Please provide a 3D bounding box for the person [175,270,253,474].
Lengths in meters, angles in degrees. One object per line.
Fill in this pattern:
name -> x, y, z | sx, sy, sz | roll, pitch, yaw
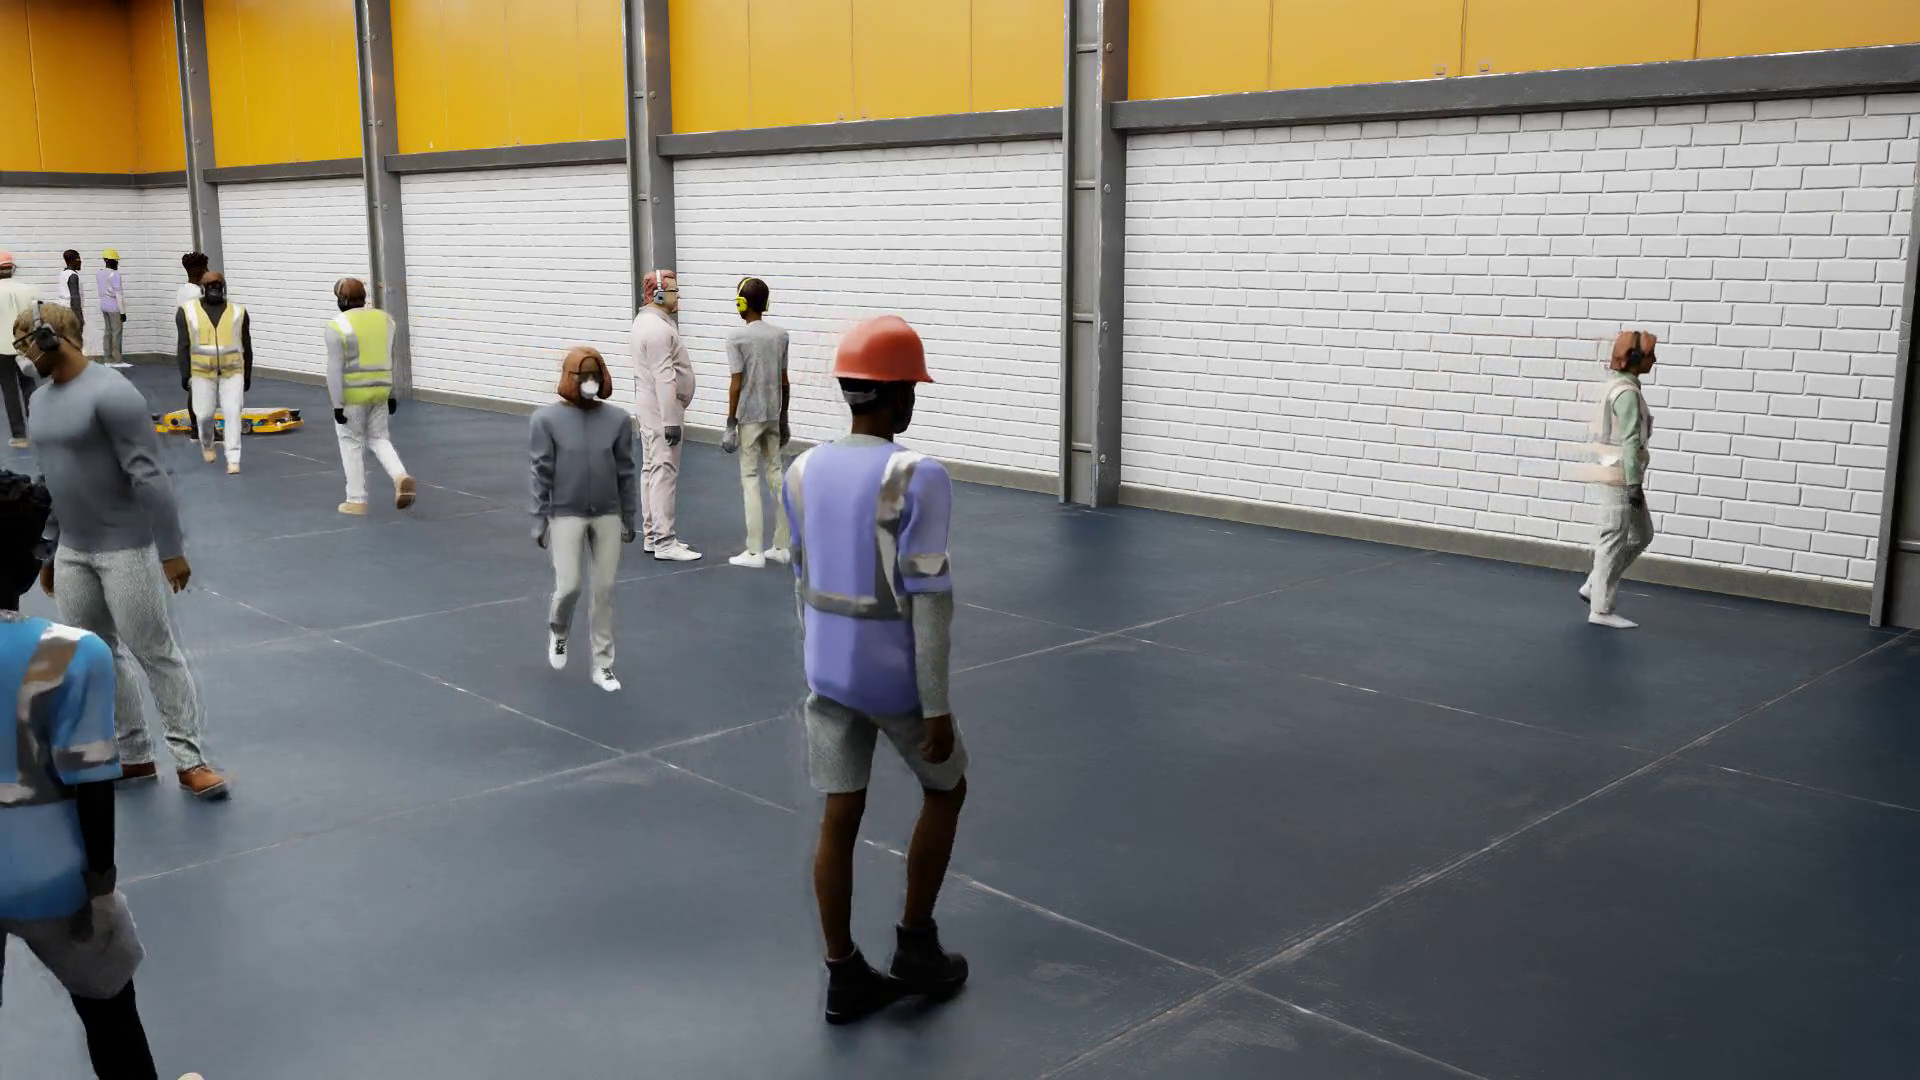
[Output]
person -> -6.716, -1.520, 15.029 | 0.636, 1.827, 0.704 | -5, 12, -27

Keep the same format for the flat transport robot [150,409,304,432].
flat transport robot -> -7.986, -1.308, 18.101 | 1.431, 0.197, 0.652 | 0, 11, -1

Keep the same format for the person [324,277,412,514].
person -> -4.511, -1.084, 12.644 | 0.609, 1.823, 0.637 | 7, 12, 33

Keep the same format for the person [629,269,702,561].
person -> -1.947, -0.821, 10.985 | 0.410, 1.909, 0.643 | -4, 11, -21

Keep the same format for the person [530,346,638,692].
person -> -1.770, -0.106, 7.841 | 0.515, 1.621, 0.435 | -6, 12, -31

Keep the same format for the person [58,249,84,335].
person -> -13.367, -3.409, 25.068 | 0.398, 1.920, 0.590 | -9, 13, -39

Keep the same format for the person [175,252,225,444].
person -> -7.785, -1.965, 17.062 | 0.606, 1.966, 0.367 | 9, 14, 41

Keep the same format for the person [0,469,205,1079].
person -> -1.949, 0.672, 3.497 | 0.546, 1.652, 0.838 | 0, 10, -1

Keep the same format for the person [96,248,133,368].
person -> -13.676, -3.737, 26.872 | 0.583, 1.919, 0.390 | 7, 13, 34

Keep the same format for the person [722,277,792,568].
person -> -1.307, -0.753, 10.739 | 0.532, 1.861, 0.312 | -10, 14, -44

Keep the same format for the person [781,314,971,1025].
person -> -0.184, 0.351, 4.555 | 0.581, 1.917, 0.608 | 7, 13, 34

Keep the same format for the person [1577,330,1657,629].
person -> 3.599, -0.316, 9.003 | 0.366, 1.628, 0.521 | 4, 11, 22

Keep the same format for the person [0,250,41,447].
person -> -9.567, -1.919, 16.751 | 0.467, 1.980, 0.652 | 9, 14, 40

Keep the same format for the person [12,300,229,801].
person -> -3.162, 0.059, 6.254 | 0.816, 1.901, 0.371 | 5, 12, 27
